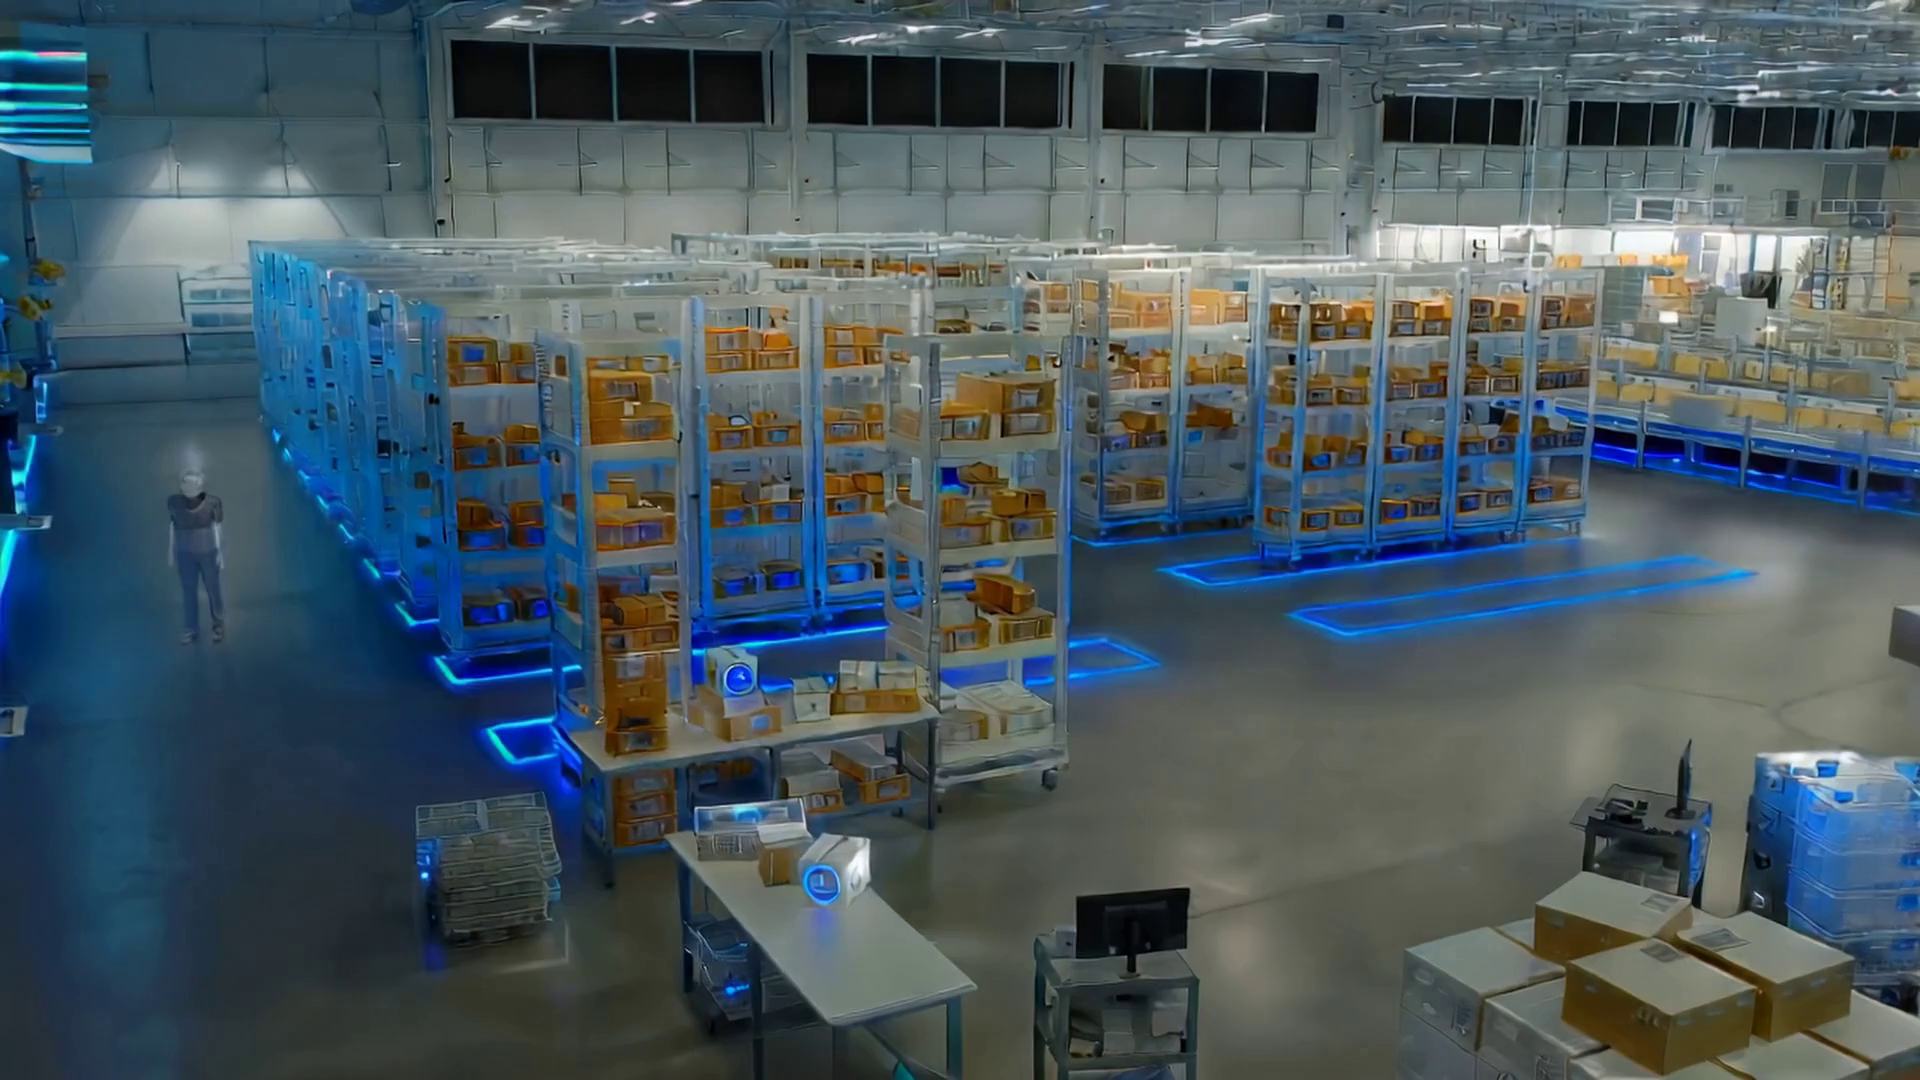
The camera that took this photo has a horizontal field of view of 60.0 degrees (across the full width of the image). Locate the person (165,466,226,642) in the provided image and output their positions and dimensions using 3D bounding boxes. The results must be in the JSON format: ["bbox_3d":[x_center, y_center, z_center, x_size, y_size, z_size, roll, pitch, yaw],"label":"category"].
[{"bbox_3d":[-7.928,0.138,17.298,0.569,1.844,0.377,-1,12,-7],"label":"person"}]

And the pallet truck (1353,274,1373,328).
[{"bbox_3d":[13.011,-8.050,55.243,0.823,1.965,1.885,-7,14,-28],"label":"pallet truck"}]

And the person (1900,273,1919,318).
[{"bbox_3d":[29.199,-7.181,51.098,0.428,2.027,0.642,1,12,3],"label":"person"}]
